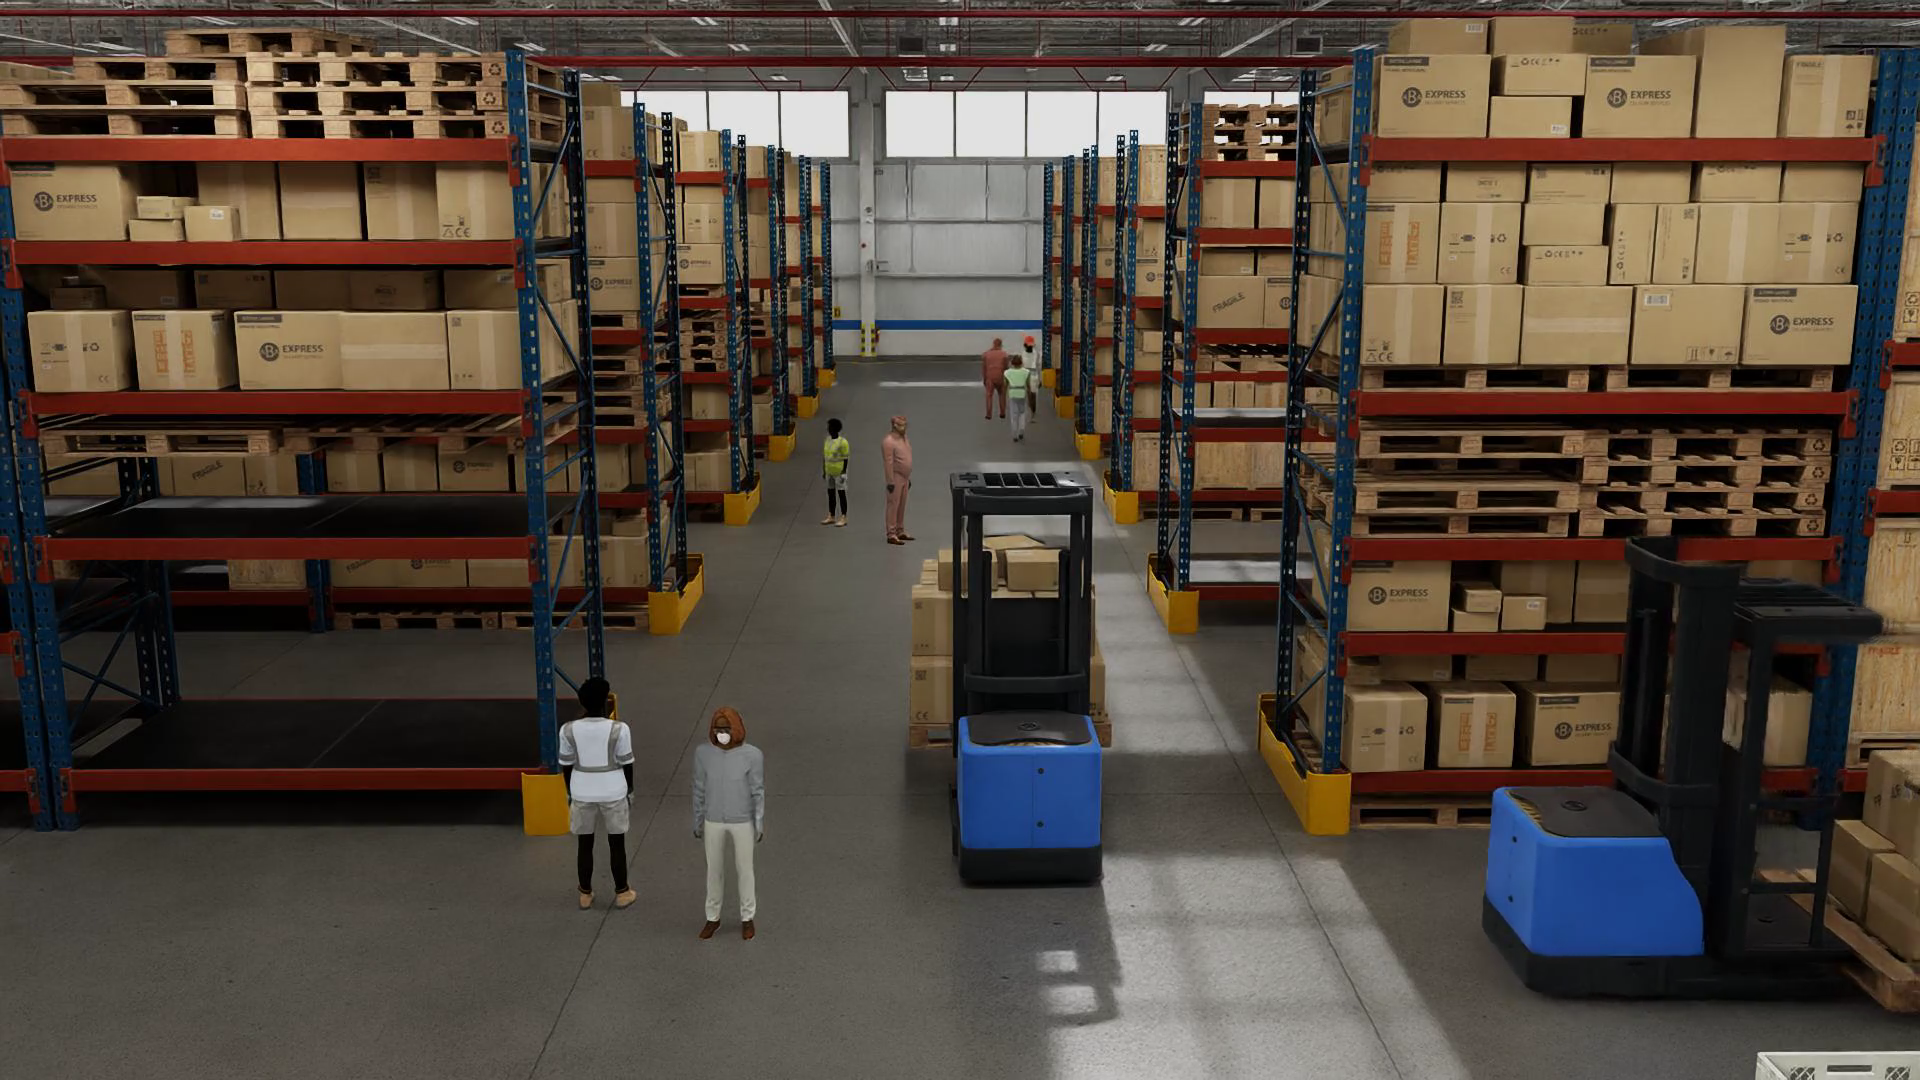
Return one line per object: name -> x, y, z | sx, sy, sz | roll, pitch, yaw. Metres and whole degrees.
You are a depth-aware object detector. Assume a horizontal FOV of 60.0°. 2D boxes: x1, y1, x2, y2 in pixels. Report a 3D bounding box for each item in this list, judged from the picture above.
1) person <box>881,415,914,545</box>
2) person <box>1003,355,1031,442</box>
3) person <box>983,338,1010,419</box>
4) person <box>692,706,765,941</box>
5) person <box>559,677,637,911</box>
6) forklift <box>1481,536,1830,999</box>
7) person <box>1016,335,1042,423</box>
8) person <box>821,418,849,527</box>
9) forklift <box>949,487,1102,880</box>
person -> -0.898, -0.897, 24.561 | 0.410, 1.913, 0.643 | 5, 12, 23
person -> 1.202, -3.023, 35.319 | 0.596, 1.812, 0.854 | 0, 11, -1
person -> 0.846, -3.760, 38.853 | 0.644, 1.872, 0.574 | 2, 12, 11
person -> -1.570, 1.919, 11.293 | 0.498, 1.634, 0.281 | 1, 11, 4
person -> -2.547, 1.795, 11.752 | 0.533, 1.697, 0.318 | 0, 11, 1
forklift -> 4.501, 1.417, 10.677 | 1.873, 2.768, 1.129 | 0, 11, -1
person -> 1.574, -3.728, 38.351 | 0.614, 2.023, 0.807 | -1, 11, -6
person -> -1.944, -1.054, 25.864 | 0.535, 1.700, 0.318 | 10, 15, 40
forklift -> 0.495, 0.986, 12.813 | 1.129, 2.768, 1.873 | 0, 11, -2
